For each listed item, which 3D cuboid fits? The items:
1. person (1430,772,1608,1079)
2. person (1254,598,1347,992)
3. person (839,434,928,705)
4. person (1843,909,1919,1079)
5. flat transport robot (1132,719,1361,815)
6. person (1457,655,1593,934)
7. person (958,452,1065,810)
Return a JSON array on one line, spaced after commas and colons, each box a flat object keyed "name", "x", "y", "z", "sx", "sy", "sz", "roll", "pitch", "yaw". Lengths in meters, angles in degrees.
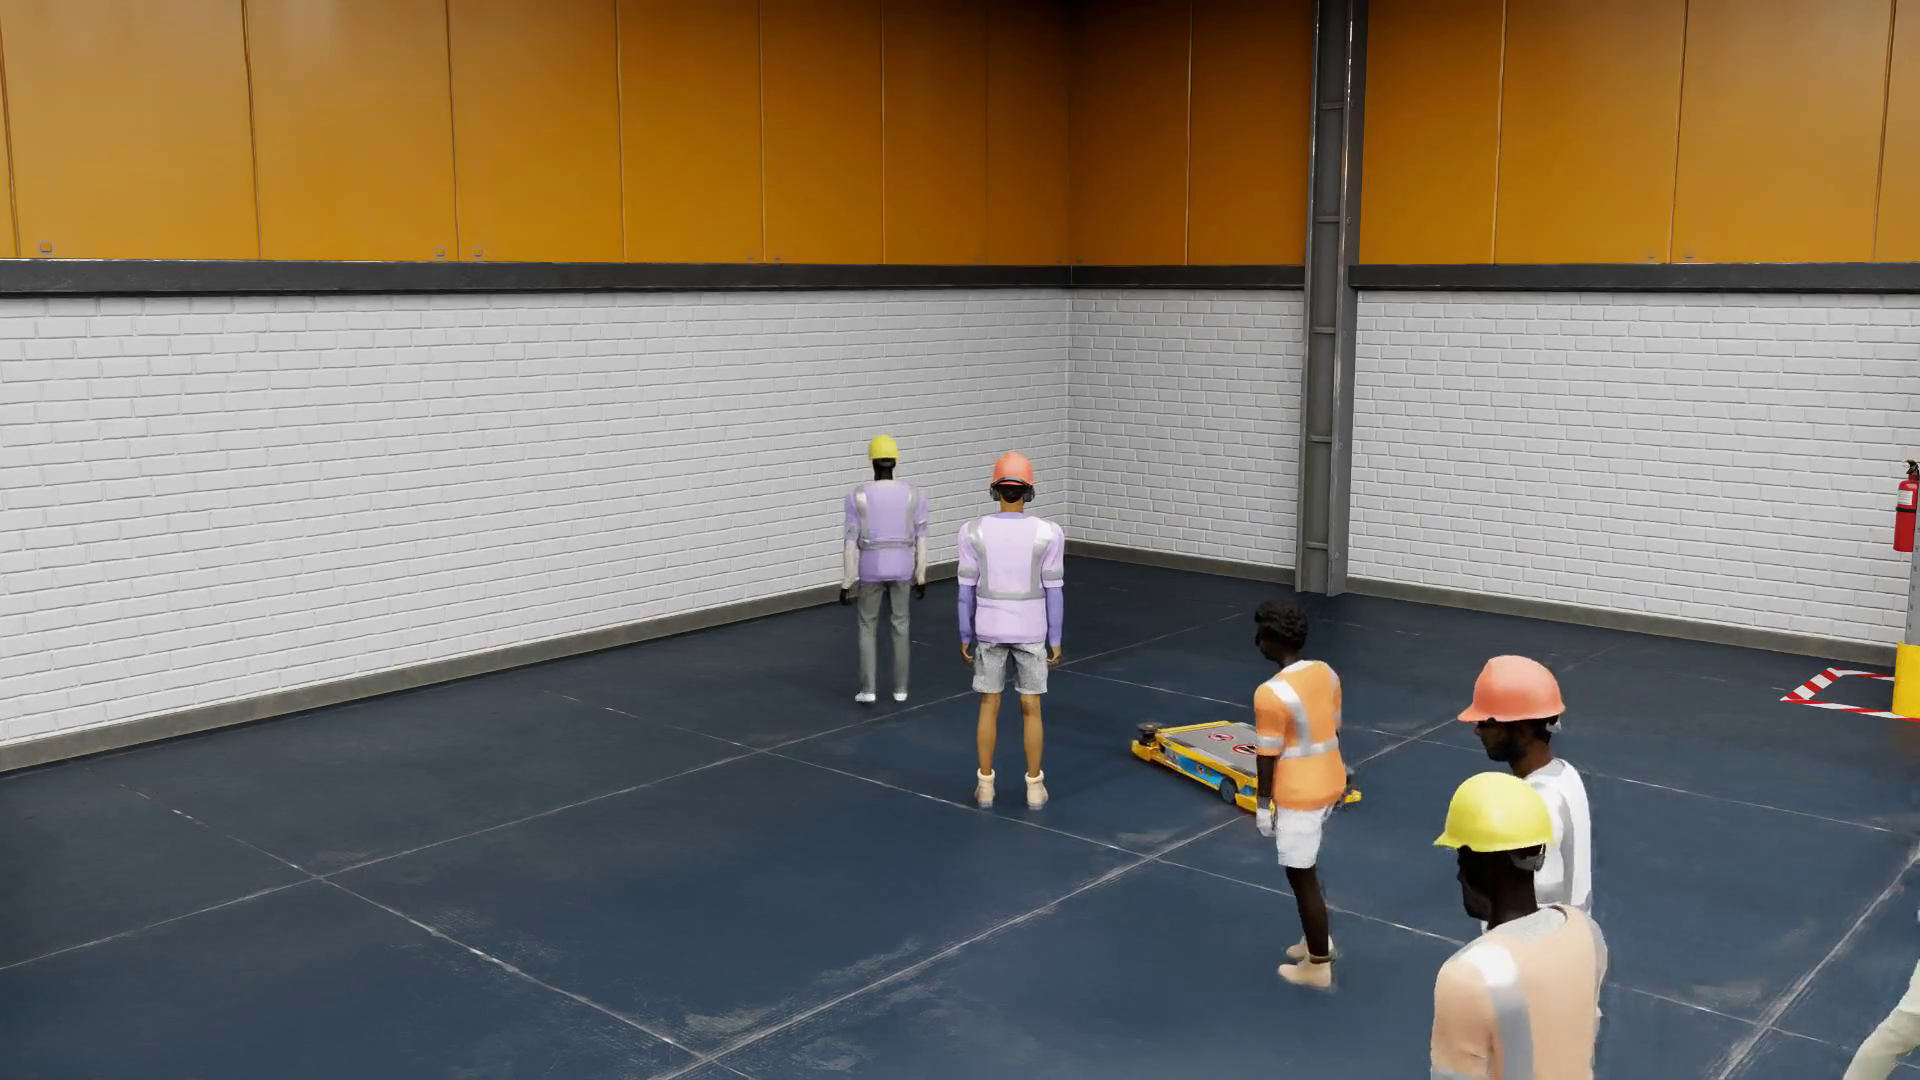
[{"name": "person", "x": 1.334, "y": 1.489, "z": 3.876, "sx": 0.589, "sy": 1.888, "sz": 0.830, "roll": -8, "pitch": 12, "yaw": -40}, {"name": "person", "x": 1.440, "y": 1.080, "z": 7.065, "sx": 0.434, "sy": 1.669, "sz": 0.526, "roll": 7, "pitch": 12, "yaw": 38}, {"name": "person", "x": -0.537, "y": 0.214, "z": 11.731, "sx": 0.622, "sy": 1.924, "sz": 0.380, "roll": -2, "pitch": 9, "yaw": -11}, {"name": "person", "x": 3.314, "y": 1.294, "z": 5.331, "sx": 0.524, "sy": 1.801, "sz": 1.037, "roll": -6, "pitch": 11, "yaw": -32}, {"name": "flat transport robot", "x": 1.681, "y": 1.324, "z": 9.943, "sx": 0.652, "sy": 0.197, "sz": 1.431, "roll": -4, "pitch": 10, "yaw": -25}, {"name": "person", "x": 1.757, "y": 1.293, "z": 4.996, "sx": 0.582, "sy": 1.914, "sz": 0.543, "roll": 5, "pitch": 10, "yaw": 29}, {"name": "person", "x": 0.292, "y": 0.518, "z": 9.482, "sx": 0.607, "sy": 2.037, "sz": 0.394, "roll": 1, "pitch": 9, "yaw": 8}]
